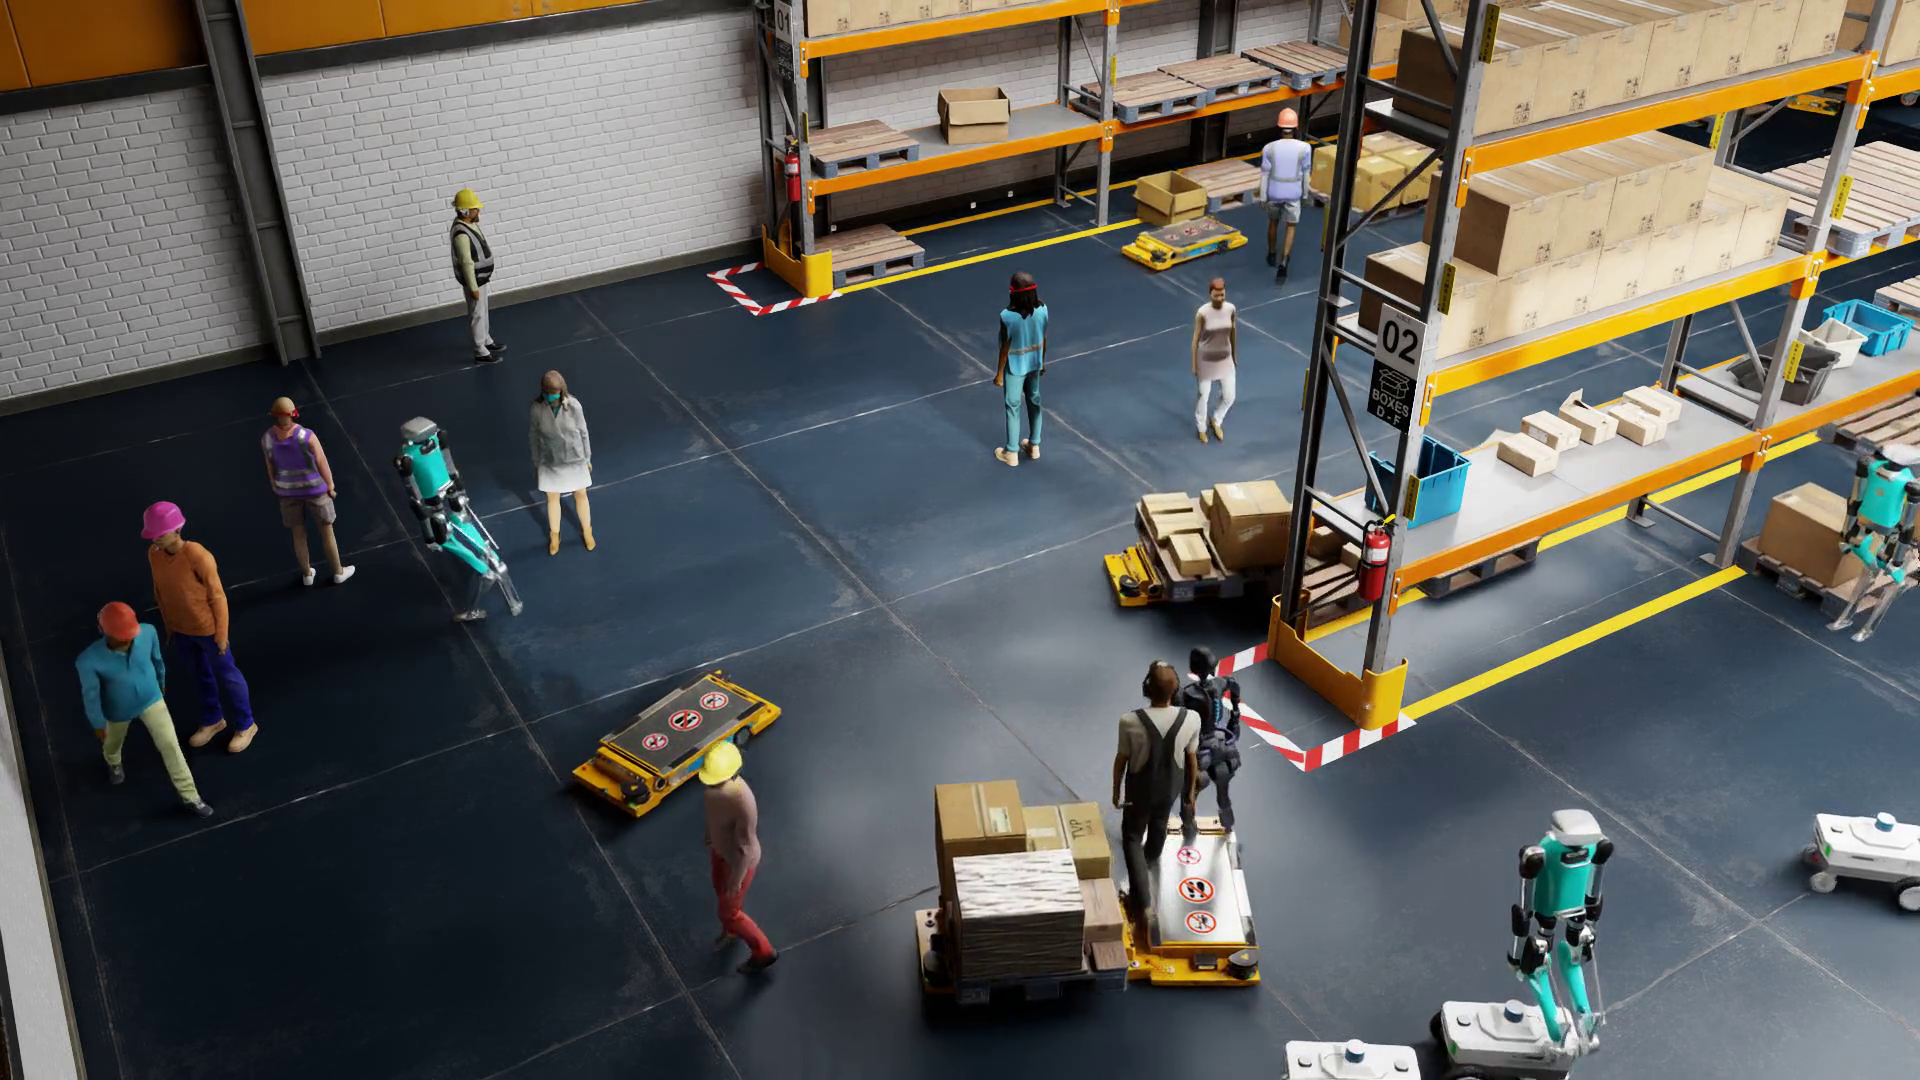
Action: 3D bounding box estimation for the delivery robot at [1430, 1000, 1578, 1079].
[{"bbox_3d":[3.046,2.810,9.322,0.741,0.584,0.521,3,32,4],"label":"delivery robot"}]

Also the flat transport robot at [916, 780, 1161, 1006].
[{"bbox_3d":[0.467,2.437,10.197,1.431,0.231,0.659,-3,32,-5],"label":"flat transport robot"}]

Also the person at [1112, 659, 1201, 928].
[{"bbox_3d":[1.195,1.544,10.164,0.521,1.816,0.788,-4,32,-7],"label":"person"}]

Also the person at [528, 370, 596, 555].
[{"bbox_3d":[-3.297,-0.641,13.791,0.487,1.663,0.340,-6,33,-9],"label":"person"}]

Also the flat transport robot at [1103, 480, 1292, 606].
[{"bbox_3d":[1.953,0.242,13.698,1.431,0.231,0.659,-5,32,-7],"label":"flat transport robot"}]

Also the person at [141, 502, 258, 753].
[{"bbox_3d":[-5.293,0.594,11.525,0.506,1.985,0.375,8,33,12],"label":"person"}]

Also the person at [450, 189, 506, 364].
[{"bbox_3d":[-4.920,-2.681,16.901,0.403,1.825,0.589,-4,32,-7],"label":"person"}]

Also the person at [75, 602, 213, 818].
[{"bbox_3d":[-5.570,1.050,11.103,1.045,1.660,0.575,24,39,33],"label":"person"}]

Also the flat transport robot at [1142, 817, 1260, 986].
[{"bbox_3d":[1.468,2.233,10.523,0.659,0.231,1.431,0,32,0],"label":"flat transport robot"}]

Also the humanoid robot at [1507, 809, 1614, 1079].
[{"bbox_3d":[3.284,2.302,8.966,0.530,1.716,0.735,-9,33,-13],"label":"humanoid robot"}]

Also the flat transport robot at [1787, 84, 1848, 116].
[{"bbox_3d":[12.755,-6.576,24.571,0.659,0.231,1.431,21,38,29],"label":"flat transport robot"}]

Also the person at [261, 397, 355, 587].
[{"bbox_3d":[-5.260,-0.374,13.339,0.480,1.694,0.351,-2,32,-3],"label":"person"}]

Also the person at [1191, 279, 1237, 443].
[{"bbox_3d":[2.363,-1.642,15.404,0.476,1.638,0.418,-7,33,-11],"label":"person"}]

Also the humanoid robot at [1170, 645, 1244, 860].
[{"bbox_3d":[1.584,1.406,10.522,0.599,1.647,0.444,-16,35,-24],"label":"humanoid robot"}]

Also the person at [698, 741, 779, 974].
[{"bbox_3d":[-1.334,1.843,9.774,0.420,1.744,0.540,-17,36,-26],"label":"person"}]

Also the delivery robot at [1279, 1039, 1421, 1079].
[{"bbox_3d":[2.151,2.978,9.083,0.811,0.614,0.499,2,32,3],"label":"delivery robot"}]

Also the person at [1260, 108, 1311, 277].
[{"bbox_3d":[3.652,-3.911,18.777,0.573,1.906,0.787,6,33,10],"label":"person"}]

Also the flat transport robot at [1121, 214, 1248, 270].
[{"bbox_3d":[2.671,-3.535,19.722,1.431,0.231,0.659,-21,38,-29],"label":"flat transport robot"}]

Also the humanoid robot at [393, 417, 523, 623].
[{"bbox_3d":[-3.779,-0.090,12.845,0.872,1.776,0.599,13,34,20],"label":"humanoid robot"}]

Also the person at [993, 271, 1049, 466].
[{"bbox_3d":[0.560,-1.552,15.056,0.521,1.866,0.391,-18,36,-26],"label":"person"}]

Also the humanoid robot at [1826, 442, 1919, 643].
[{"bbox_3d":[7.071,-0.005,12.686,0.740,1.751,0.530,-17,36,-24],"label":"humanoid robot"}]

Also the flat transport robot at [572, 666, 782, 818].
[{"bbox_3d":[-1.999,1.410,11.835,0.659,0.231,1.431,22,38,31],"label":"flat transport robot"}]

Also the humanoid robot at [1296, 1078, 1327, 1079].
[{"bbox_3d":[1.303,3.195,7.659,0.769,1.822,0.534,-5,32,-8],"label":"humanoid robot"}]

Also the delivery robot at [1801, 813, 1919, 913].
[{"bbox_3d":[5.840,1.998,10.616,0.777,0.581,0.499,6,33,10],"label":"delivery robot"}]
